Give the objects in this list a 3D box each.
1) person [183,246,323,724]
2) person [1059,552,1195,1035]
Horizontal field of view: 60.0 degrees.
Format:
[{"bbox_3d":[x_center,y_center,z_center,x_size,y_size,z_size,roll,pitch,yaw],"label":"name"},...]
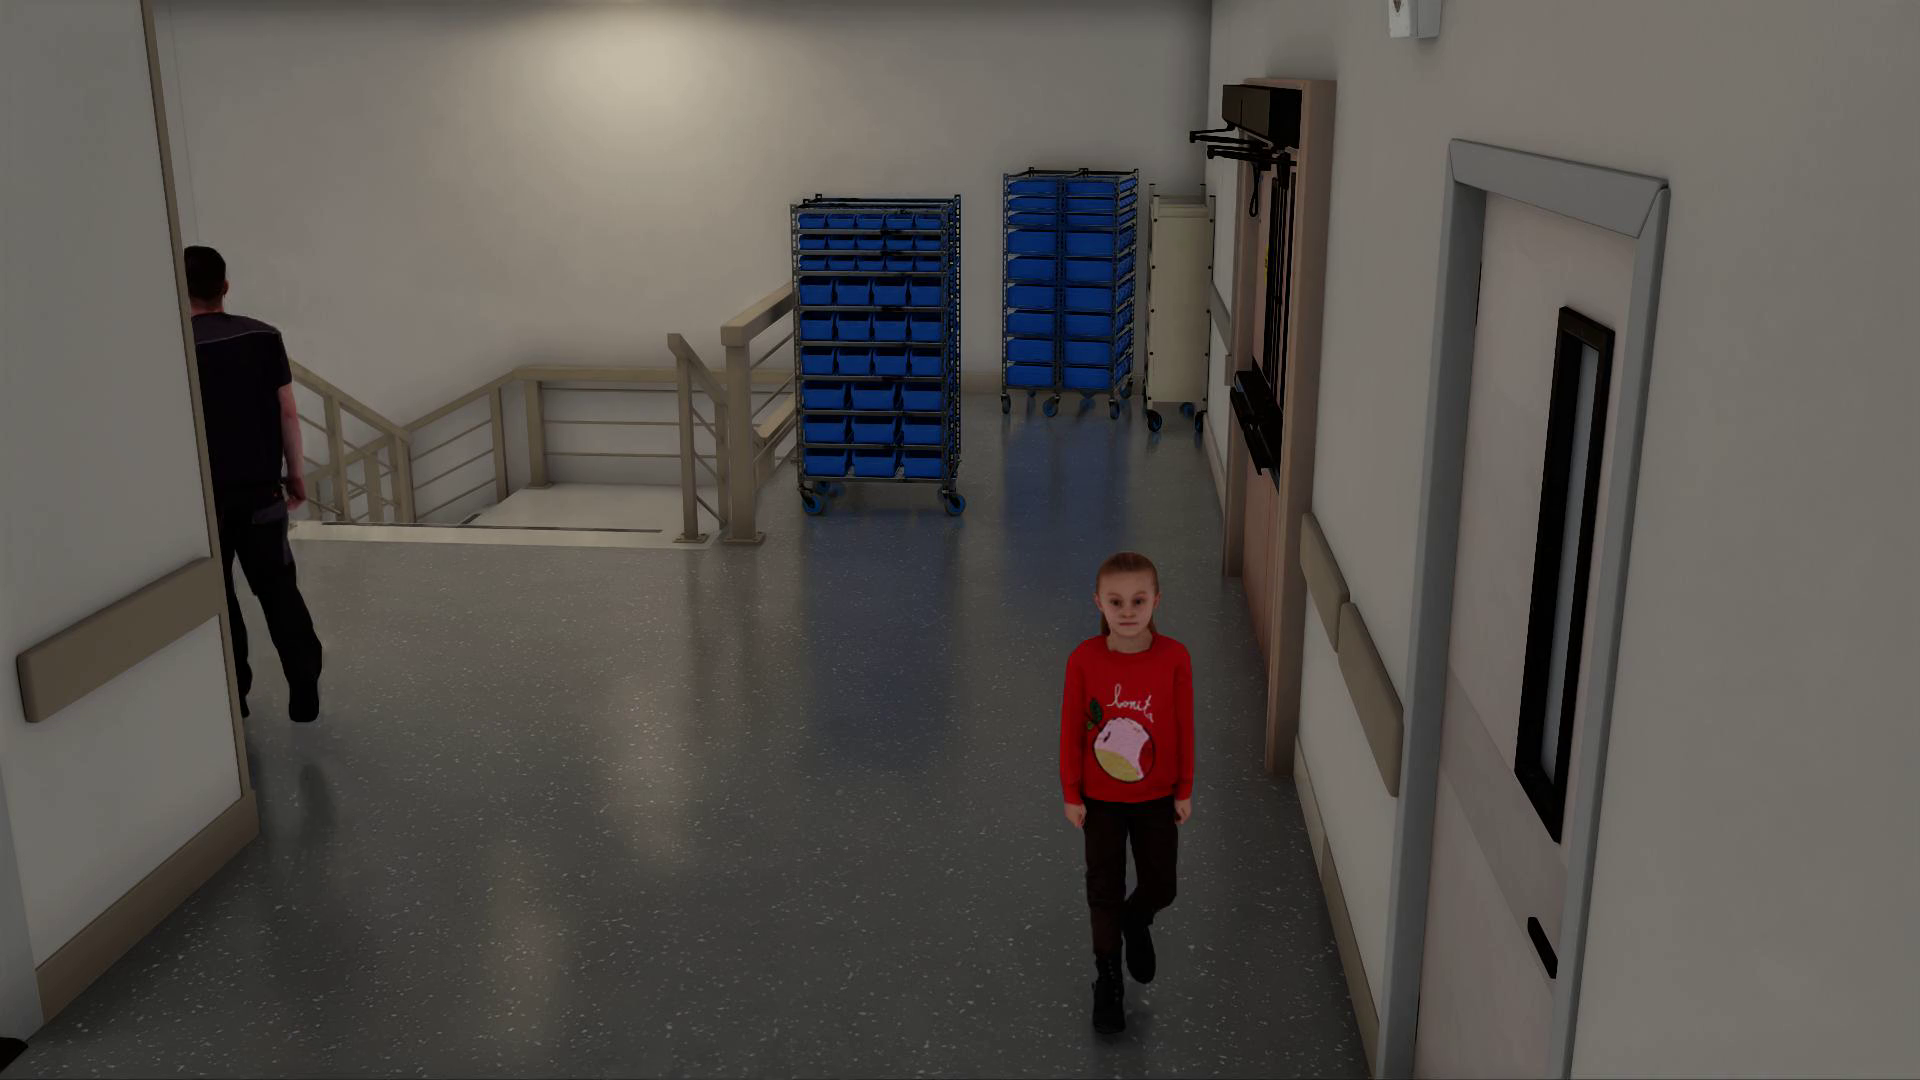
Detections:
[{"bbox_3d":[-2.685,-0.150,6.153,1.101,1.827,1.165,-13,20,-38],"label":"person"},{"bbox_3d":[0.435,0.640,4.371,0.524,1.273,0.631,0,16,0],"label":"person"}]
